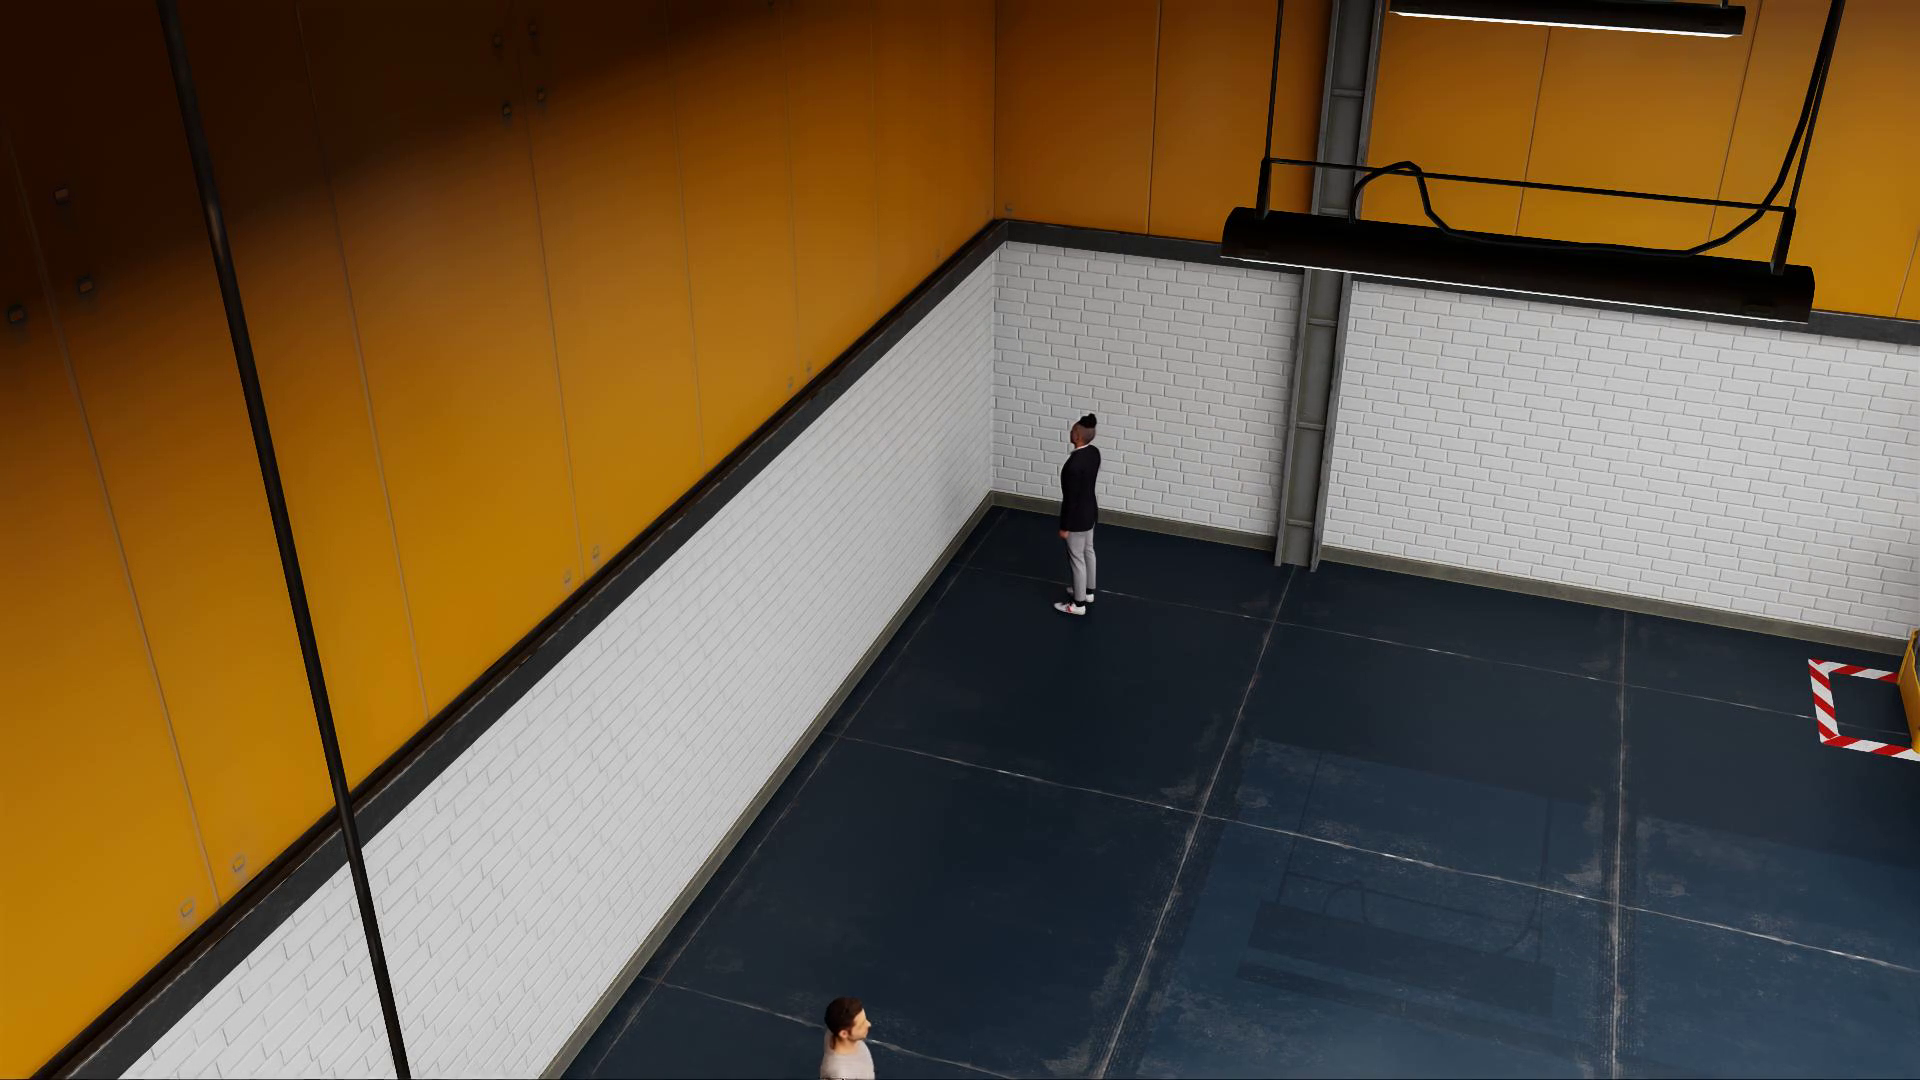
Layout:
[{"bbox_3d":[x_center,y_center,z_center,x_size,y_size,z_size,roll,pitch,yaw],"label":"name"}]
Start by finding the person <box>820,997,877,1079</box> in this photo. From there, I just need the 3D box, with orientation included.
[{"bbox_3d":[-0.674,3.137,8.816,0.969,1.856,0.862,-4,29,-7],"label":"person"}]

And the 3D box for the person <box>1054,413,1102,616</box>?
[{"bbox_3d":[1.084,-0.250,14.928,0.634,1.948,0.733,14,32,24],"label":"person"}]
